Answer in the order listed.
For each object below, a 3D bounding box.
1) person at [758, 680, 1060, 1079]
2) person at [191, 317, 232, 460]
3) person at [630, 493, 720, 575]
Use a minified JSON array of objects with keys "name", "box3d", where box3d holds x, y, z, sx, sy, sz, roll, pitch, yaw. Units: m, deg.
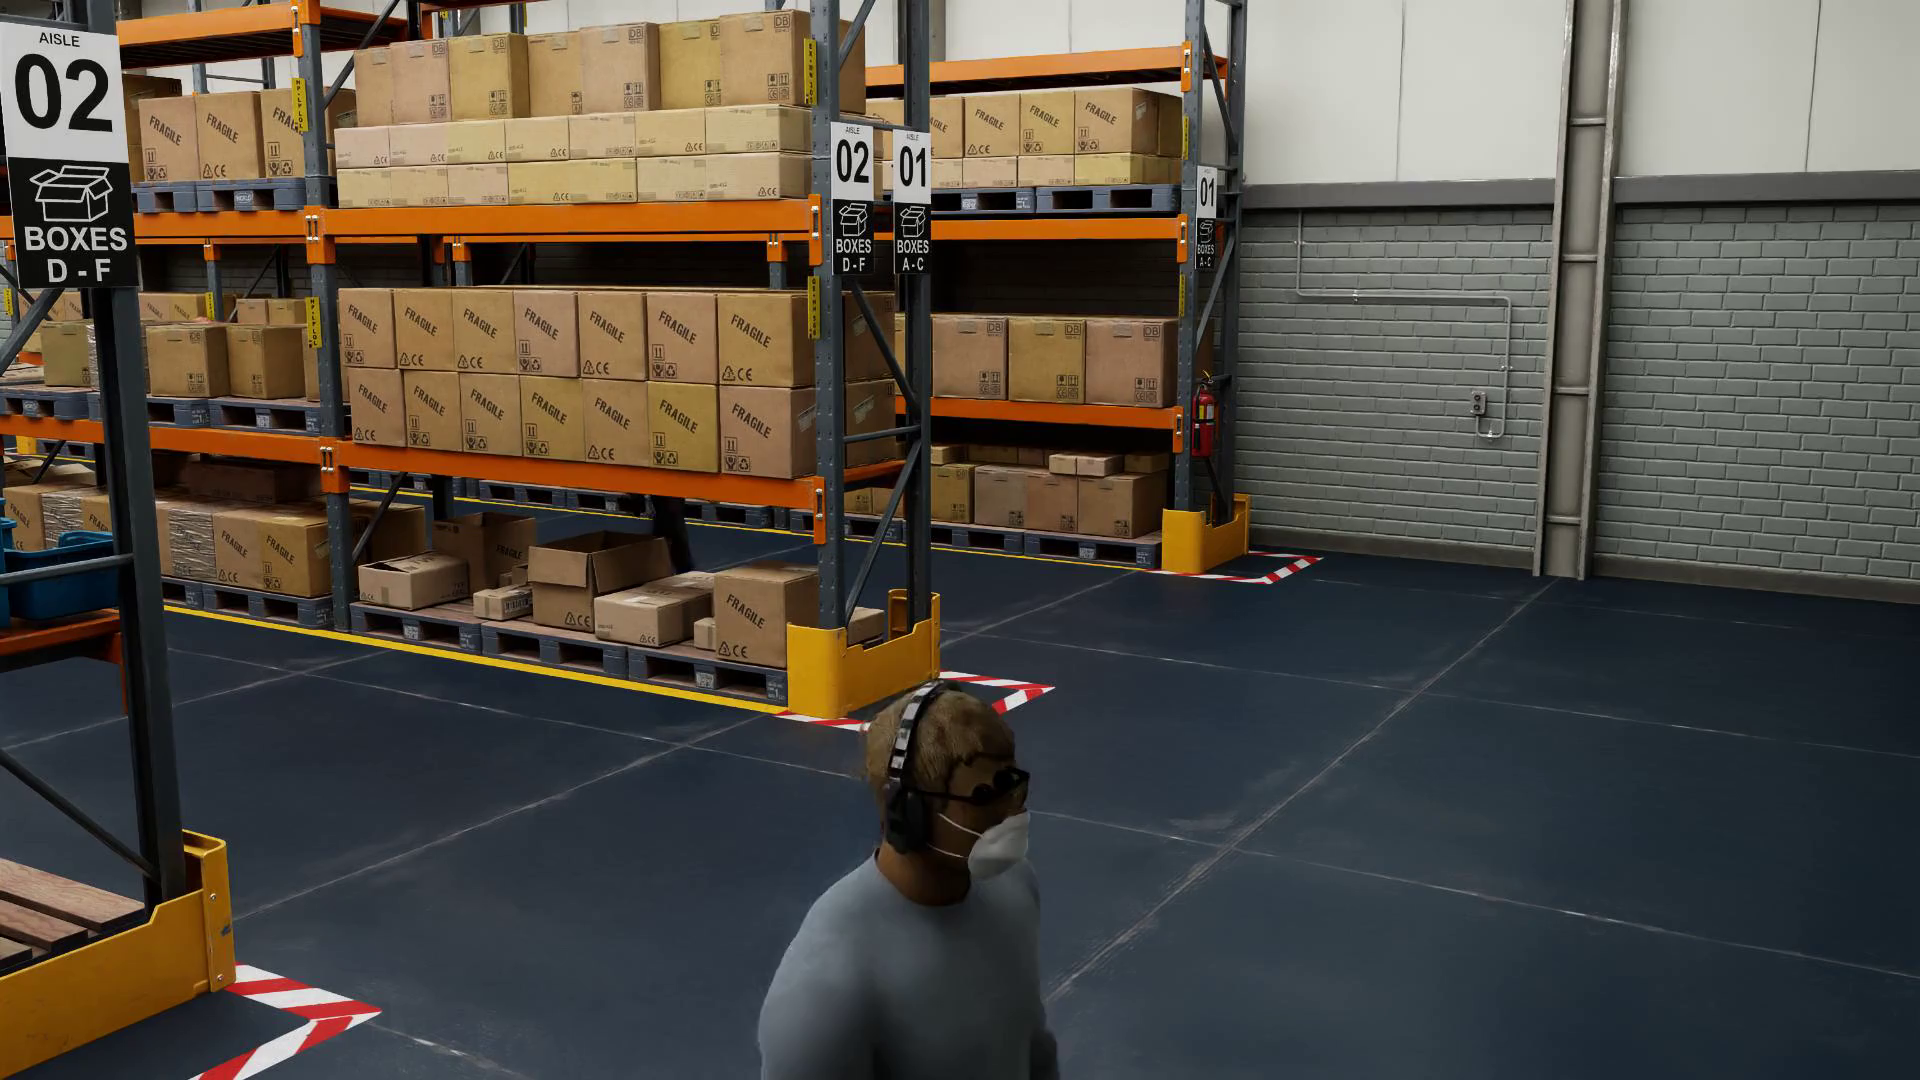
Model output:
[{"name":"person","box3d":[0.007,1.158,2.551,0.549,1.939,0.636,5,11,25]},{"name":"person","box3d":[-7.333,-1.222,16.412,1.038,1.946,0.627,8,12,38]},{"name":"person","box3d":[-2.032,-0.385,11.719,0.991,1.867,0.595,5,11,28]}]
